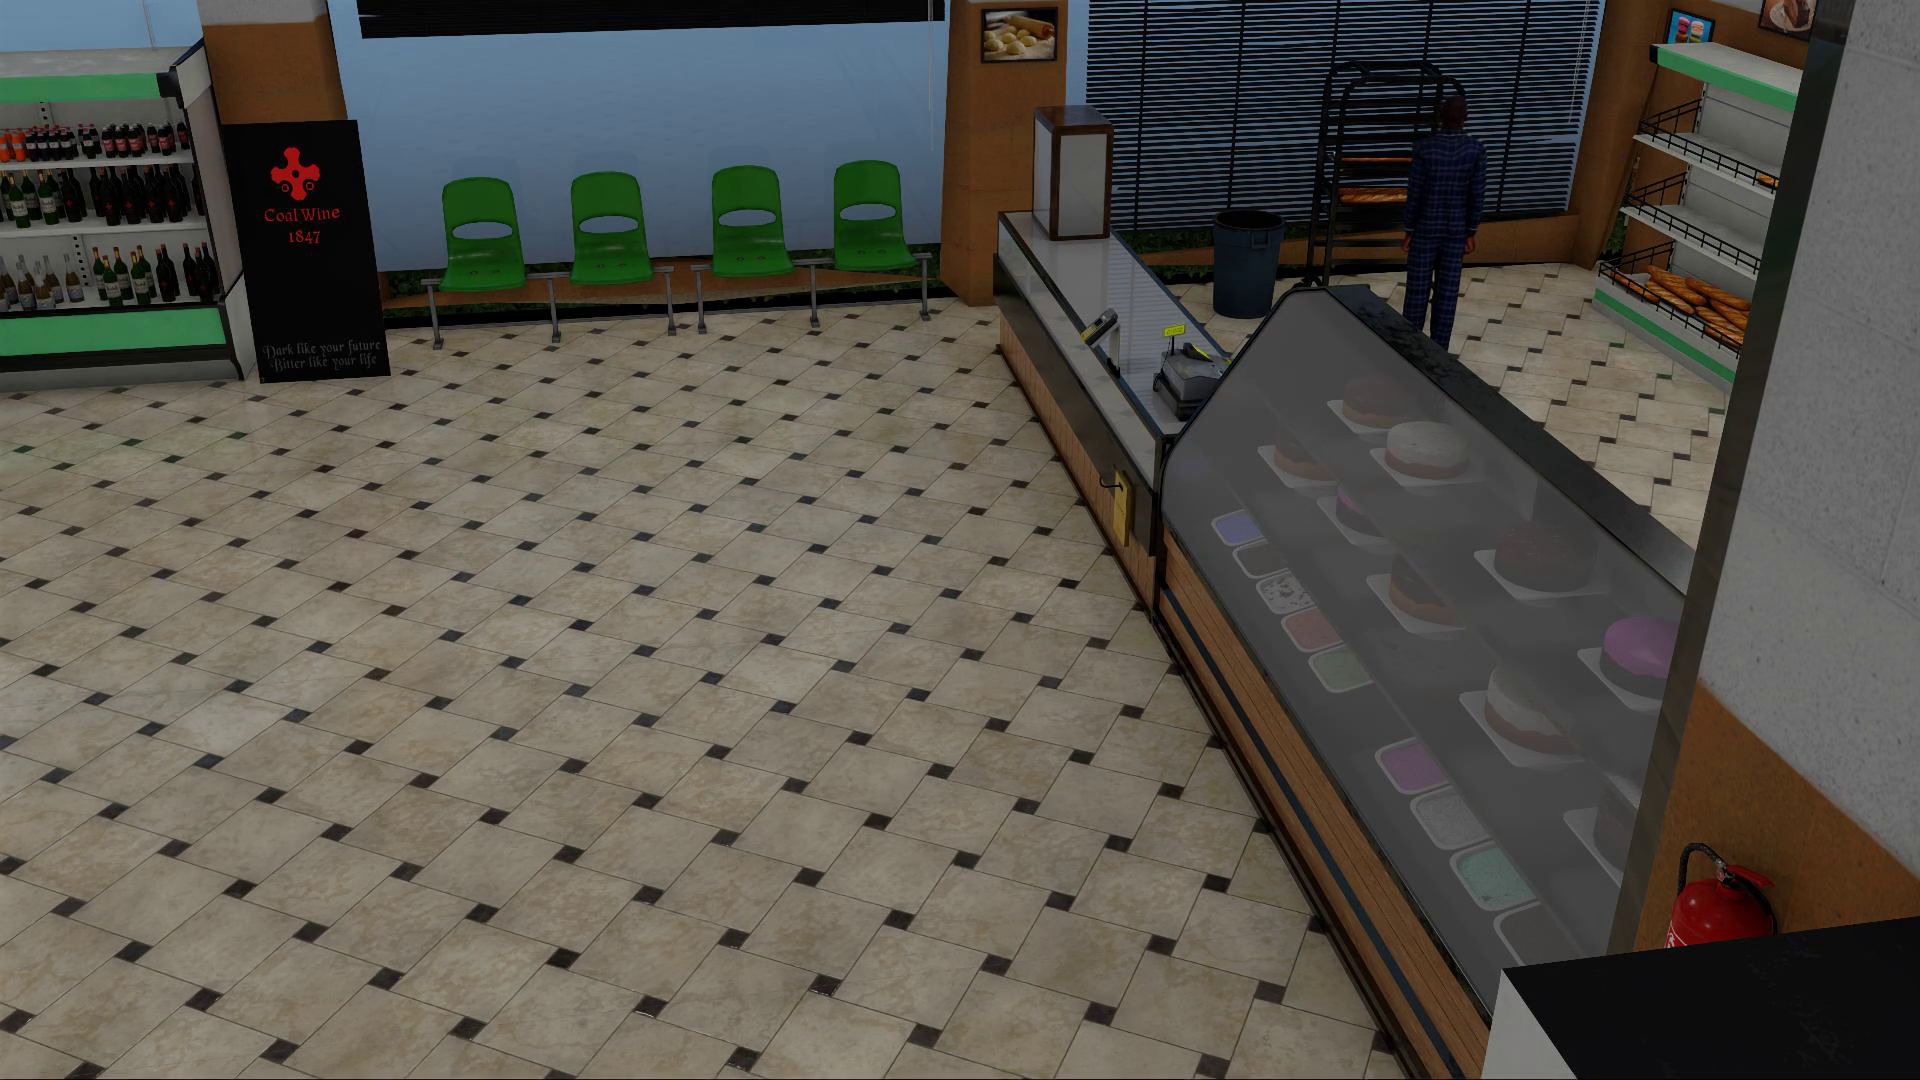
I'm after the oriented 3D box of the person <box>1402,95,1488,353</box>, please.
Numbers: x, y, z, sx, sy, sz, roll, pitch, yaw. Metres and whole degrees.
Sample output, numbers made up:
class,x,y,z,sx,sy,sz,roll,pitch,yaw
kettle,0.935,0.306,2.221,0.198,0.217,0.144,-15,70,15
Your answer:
class,x,y,z,sx,sy,sz,roll,pitch,yaw
person,3.242,-2.098,11.264,0.676,1.824,0.811,5,27,9
